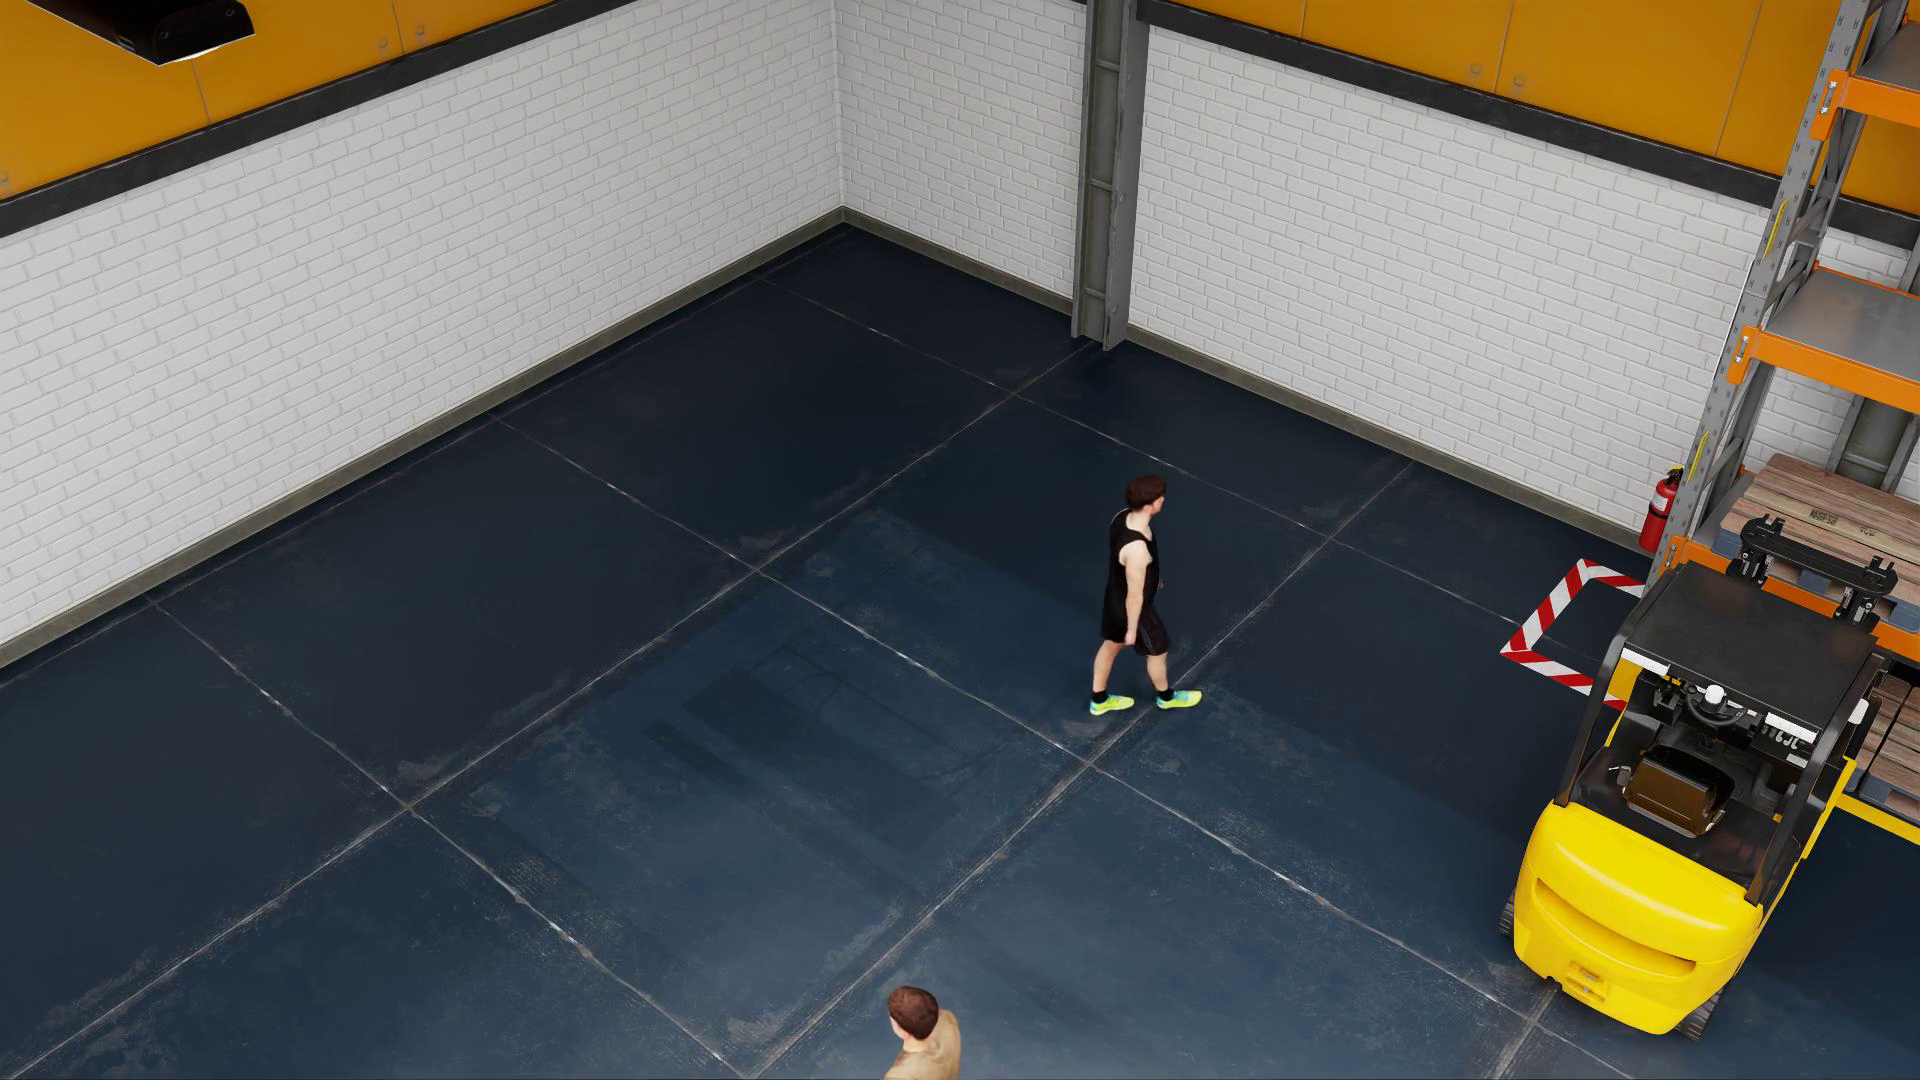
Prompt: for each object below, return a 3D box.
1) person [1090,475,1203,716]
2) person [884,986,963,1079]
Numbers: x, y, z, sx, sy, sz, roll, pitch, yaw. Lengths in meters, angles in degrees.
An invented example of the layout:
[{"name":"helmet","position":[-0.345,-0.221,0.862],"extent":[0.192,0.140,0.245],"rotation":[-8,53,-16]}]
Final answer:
[{"name":"person","position":[0.984,0.394,10.333],"extent":[1.059,1.868,1.036],"rotation":[-8,39,-10]},{"name":"person","position":[-0.151,2.636,7.542],"extent":[0.643,1.847,0.698],"rotation":[22,44,25]}]
